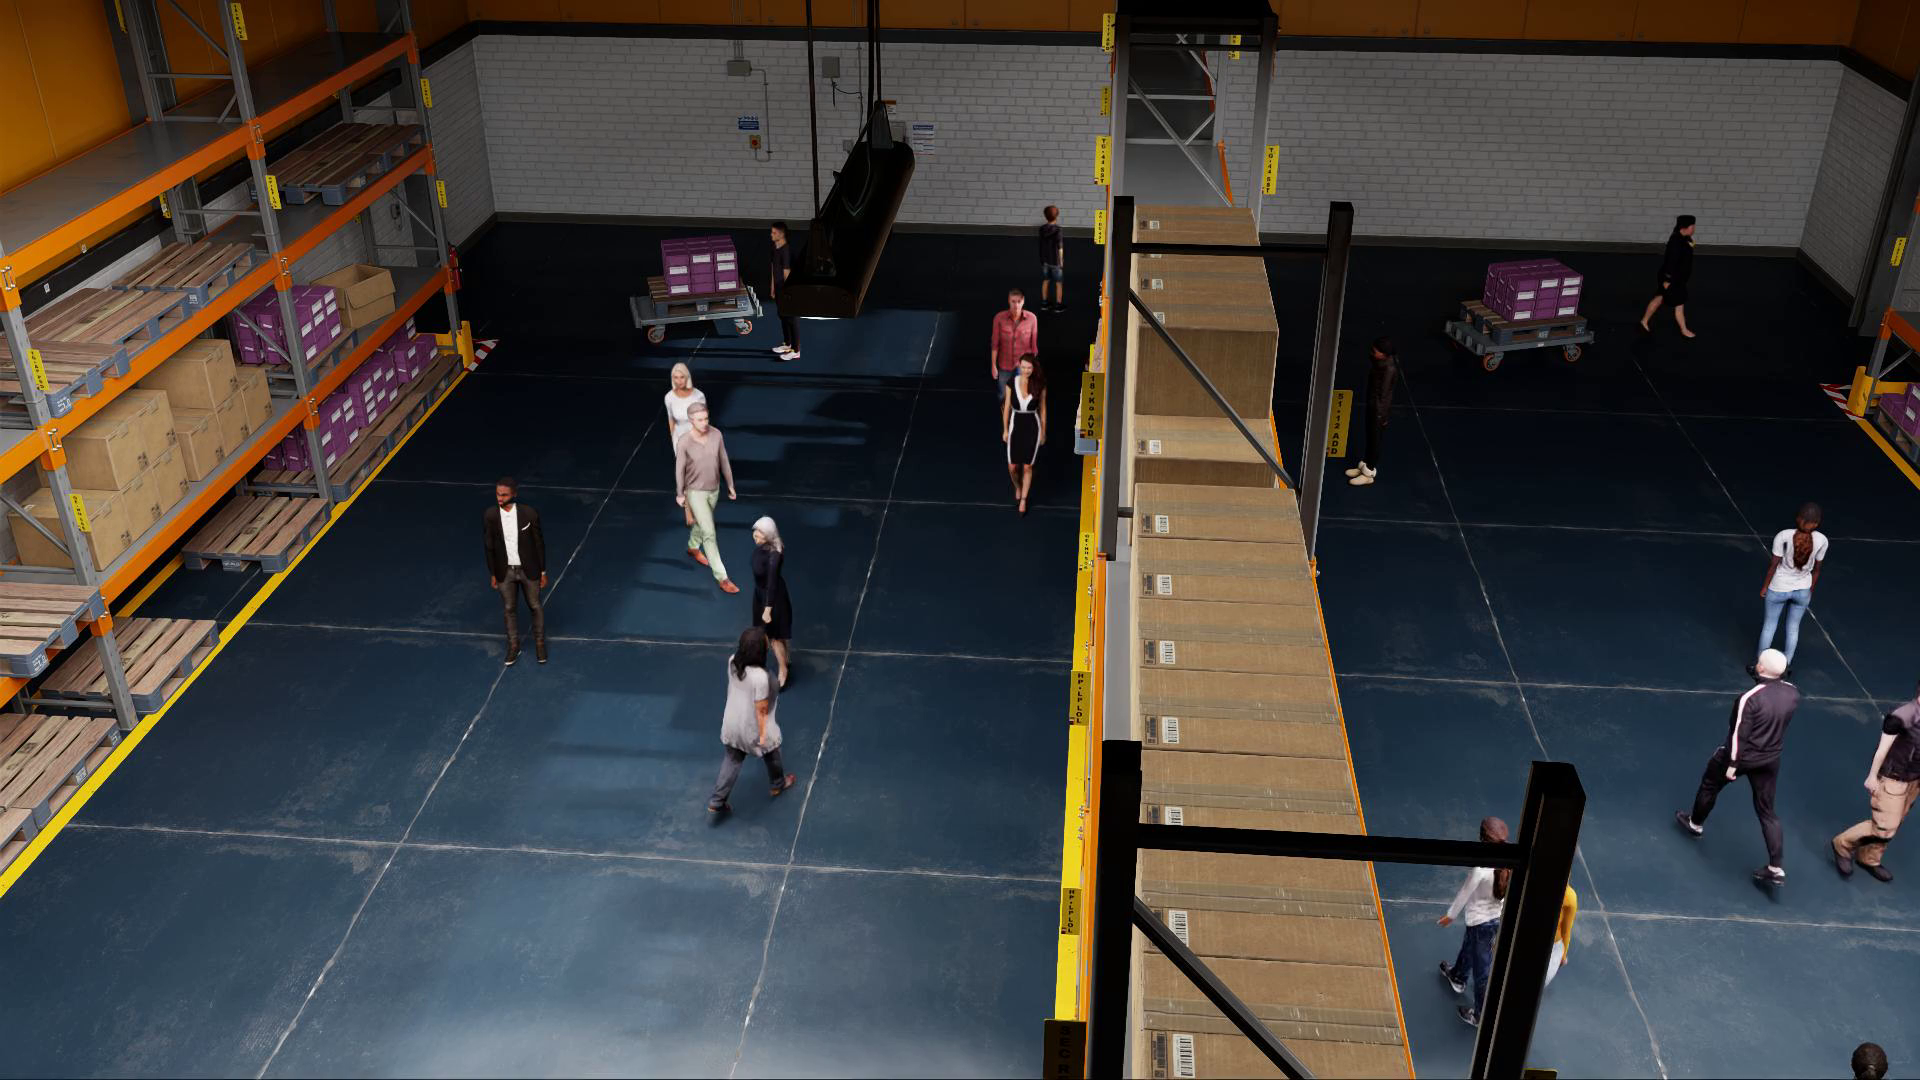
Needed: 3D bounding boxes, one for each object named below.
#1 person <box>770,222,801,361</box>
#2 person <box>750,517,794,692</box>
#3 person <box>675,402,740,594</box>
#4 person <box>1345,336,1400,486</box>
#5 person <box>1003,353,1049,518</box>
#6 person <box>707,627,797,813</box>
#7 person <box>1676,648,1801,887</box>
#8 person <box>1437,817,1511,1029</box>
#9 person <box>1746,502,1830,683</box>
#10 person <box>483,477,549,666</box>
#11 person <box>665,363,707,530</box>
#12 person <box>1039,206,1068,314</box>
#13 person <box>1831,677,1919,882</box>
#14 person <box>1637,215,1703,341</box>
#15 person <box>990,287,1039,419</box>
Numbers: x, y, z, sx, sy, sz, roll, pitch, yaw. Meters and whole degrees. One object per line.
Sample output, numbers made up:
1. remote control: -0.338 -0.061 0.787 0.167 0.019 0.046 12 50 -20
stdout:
1. person: -2.191 -3.132 20.834 0.767 1.763 0.676 -16 33 -27
2. person: -1.583 0.505 14.209 0.870 1.720 0.672 -2 29 -4
3. person: -2.495 -0.474 15.900 1.246 1.822 1.298 -22 35 -34
4. person: 4.475 -1.395 17.756 0.664 1.661 0.608 15 32 26
5. person: 0.664 -1.115 17.106 0.594 1.790 0.607 2 29 4
6. person: -1.666 1.407 12.703 0.979 1.580 1.136 20 34 32
7. person: 5.789 1.666 12.013 0.942 1.786 1.320 -6 29 -11
8. person: 3.443 2.524 10.710 0.813 1.529 0.931 -18 33 -29
9. person: 7.144 0.441 14.329 0.595 1.719 0.538 5 29 8
10. person: -3.878 0.260 14.577 0.697 1.800 0.625 -3 29 -6
11. person: -2.763 -1.041 17.059 0.779 1.707 1.130 -5 29 -10
12. person: 1.205 -3.770 22.338 0.663 1.444 0.704 21 35 34
13. person: 6.718 1.638 12.023 0.815 1.826 0.837 -11 31 -20
14. person: 9.085 -3.364 21.394 1.068 1.634 1.111 16 33 27
15. person: 0.610 -2.005 18.731 0.734 1.798 1.144 1 29 2
